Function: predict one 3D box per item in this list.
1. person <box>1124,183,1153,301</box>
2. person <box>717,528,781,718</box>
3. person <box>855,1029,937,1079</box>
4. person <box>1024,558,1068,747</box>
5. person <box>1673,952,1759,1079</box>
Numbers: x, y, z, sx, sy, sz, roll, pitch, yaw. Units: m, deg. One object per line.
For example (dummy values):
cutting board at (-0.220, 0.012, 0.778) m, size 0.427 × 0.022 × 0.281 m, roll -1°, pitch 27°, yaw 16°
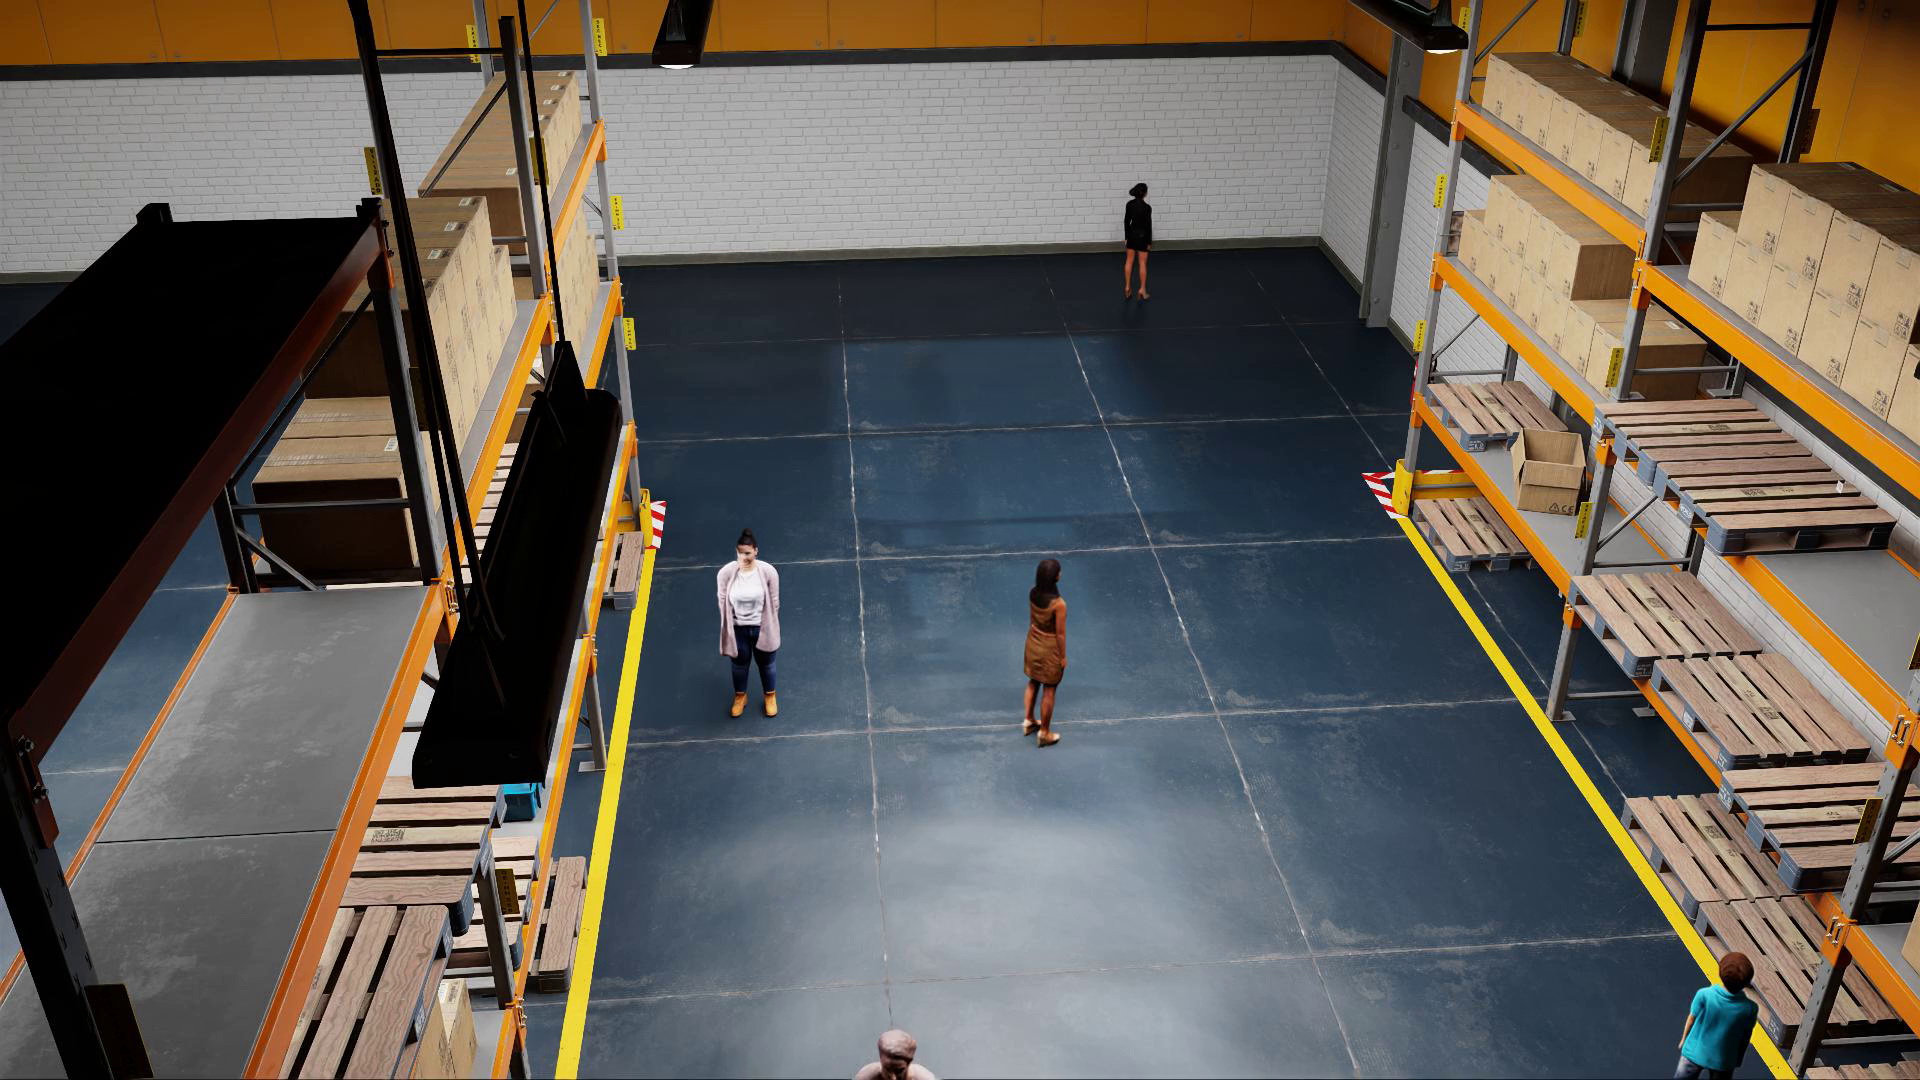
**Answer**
person at (2.466, -4.127, 22.958) m, size 0.699 × 1.640 × 0.757 m, roll 19°, pitch 34°, yaw 31°
person at (-1.764, 0.694, 14.013) m, size 0.687 × 1.743 × 0.619 m, roll -1°, pitch 29°, yaw -2°
person at (-0.330, 3.309, 9.095) m, size 0.704 × 1.861 × 0.705 m, roll 1°, pitch 29°, yaw 2°
person at (0.702, 0.912, 13.675) m, size 0.705 × 1.684 × 0.610 m, roll -20°, pitch 34°, yaw -32°
person at (4.512, 3.061, 9.981) m, size 0.583 × 1.448 × 0.598 m, roll 9°, pitch 30°, yaw 17°
